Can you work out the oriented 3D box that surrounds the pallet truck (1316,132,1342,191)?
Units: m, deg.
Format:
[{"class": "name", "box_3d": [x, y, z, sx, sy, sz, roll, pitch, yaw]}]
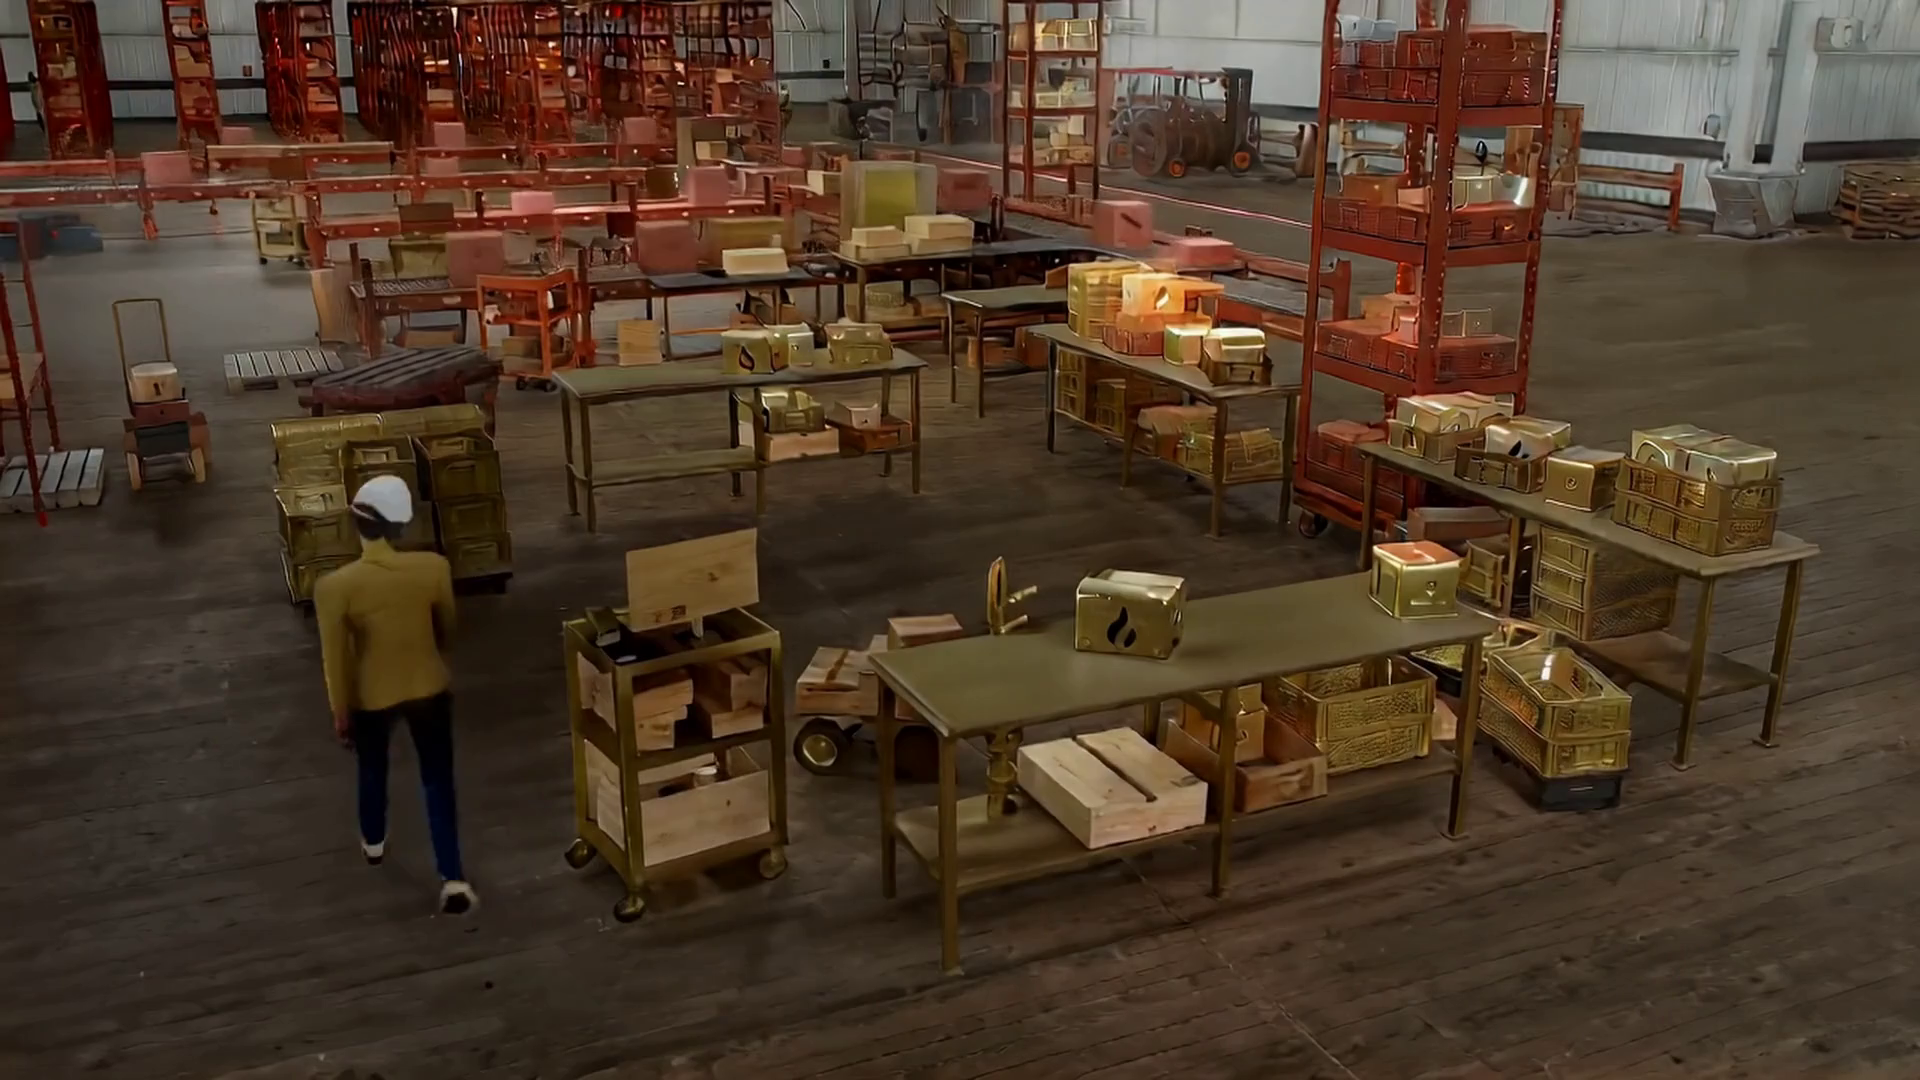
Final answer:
[{"class": "pallet truck", "box_3d": [7.723, -7.504, 32.656, 1.601, 1.201, 0.680, -8, 19, -23]}]

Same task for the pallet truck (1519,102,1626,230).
[{"class": "pallet truck", "box_3d": [9.972, -6.037, 26.785, 1.885, 1.965, 0.823, -9, 20, -25]}]

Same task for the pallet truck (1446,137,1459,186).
[{"class": "pallet truck", "box_3d": [9.184, -6.485, 29.328, 1.630, 1.274, 0.653, -8, 19, -23]}]

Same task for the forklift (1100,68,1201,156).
[{"class": "forklift", "box_3d": [4.082, -9.564, 37.410, 2.680, 1.987, 1.157, -8, 19, -23]}]

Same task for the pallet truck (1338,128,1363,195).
[{"class": "pallet truck", "box_3d": [7.845, -7.140, 31.411, 1.522, 1.261, 0.704, -9, 20, -25]}]

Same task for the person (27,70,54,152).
[{"class": "person", "box_3d": [-22.950, -10.714, 41.523, 0.395, 1.994, 0.612, -5, 18, -16]}]

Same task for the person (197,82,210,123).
[{"class": "person", "box_3d": [-19.035, -10.703, 41.752, 0.459, 1.835, 0.577, -7, 19, -20]}]

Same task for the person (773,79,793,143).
[{"class": "person", "box_3d": [-4.352, -10.225, 40.286, 0.626, 1.801, 0.773, 10, 20, 30]}]

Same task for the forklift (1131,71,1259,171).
[{"class": "forklift", "box_3d": [4.998, -8.936, 35.413, 2.680, 1.987, 1.157, -9, 20, -25]}]

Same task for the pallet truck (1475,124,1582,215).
[{"class": "pallet truck", "box_3d": [9.707, -6.455, 28.103, 1.885, 1.965, 0.823, -7, 19, -20]}]

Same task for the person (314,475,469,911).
[{"class": "person", "box_3d": [-2.183, 0.577, 6.435, 0.507, 1.698, 0.901, -7, 19, -22]}]
